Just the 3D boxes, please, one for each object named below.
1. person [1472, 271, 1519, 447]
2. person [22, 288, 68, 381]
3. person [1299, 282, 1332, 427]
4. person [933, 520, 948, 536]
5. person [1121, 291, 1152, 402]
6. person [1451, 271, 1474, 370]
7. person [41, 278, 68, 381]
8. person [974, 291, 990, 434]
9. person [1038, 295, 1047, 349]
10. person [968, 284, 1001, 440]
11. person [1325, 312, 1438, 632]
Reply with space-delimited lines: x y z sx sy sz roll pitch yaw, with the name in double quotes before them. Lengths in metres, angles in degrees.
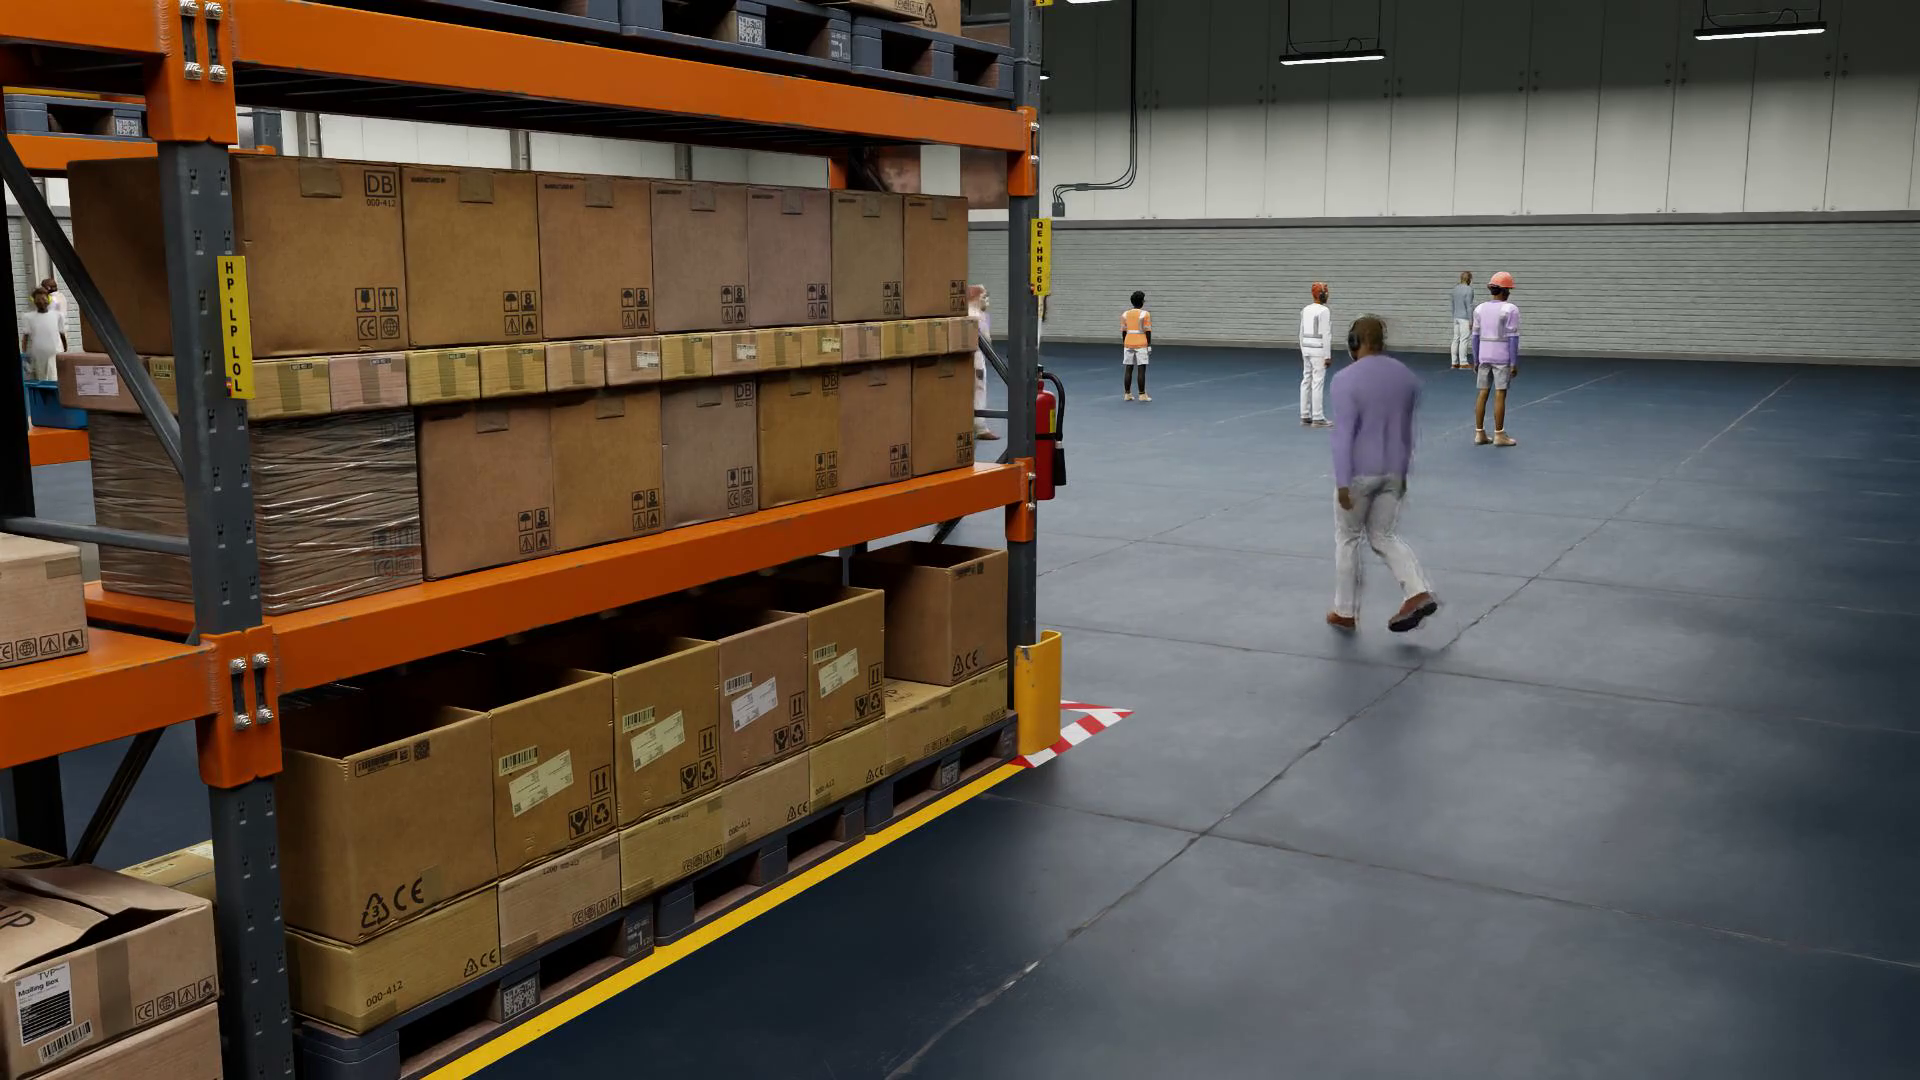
"person" 6.306 -2.122 19.552 0.390 2.045 0.607 -6 12 -33
"person" -11.937 -2.377 21.721 0.528 1.827 1.007 -4 11 -24
"person" 4.671 -2.425 21.802 0.358 1.883 0.572 -4 10 -22
"person" -0.112 -0.871 13.464 0.501 1.611 0.619 4 11 24
"person" 2.706 -2.954 25.437 0.531 1.697 0.320 8 13 39
"person" 9.916 -4.327 32.769 0.371 1.940 0.627 -3 10 -17
"person" -15.851 -3.650 29.110 0.429 1.838 0.621 -1 10 -4
"person" 0.075 -2.222 20.811 0.687 1.815 0.591 6 11 32
"person" 1.653 -5.082 37.543 0.632 1.826 0.446 -3 10 -18
"person" 0.157 -2.160 20.231 0.576 1.886 0.693 -1 10 -5
"person" 2.470 -0.369 9.718 0.642 1.905 0.716 -4 11 -24
